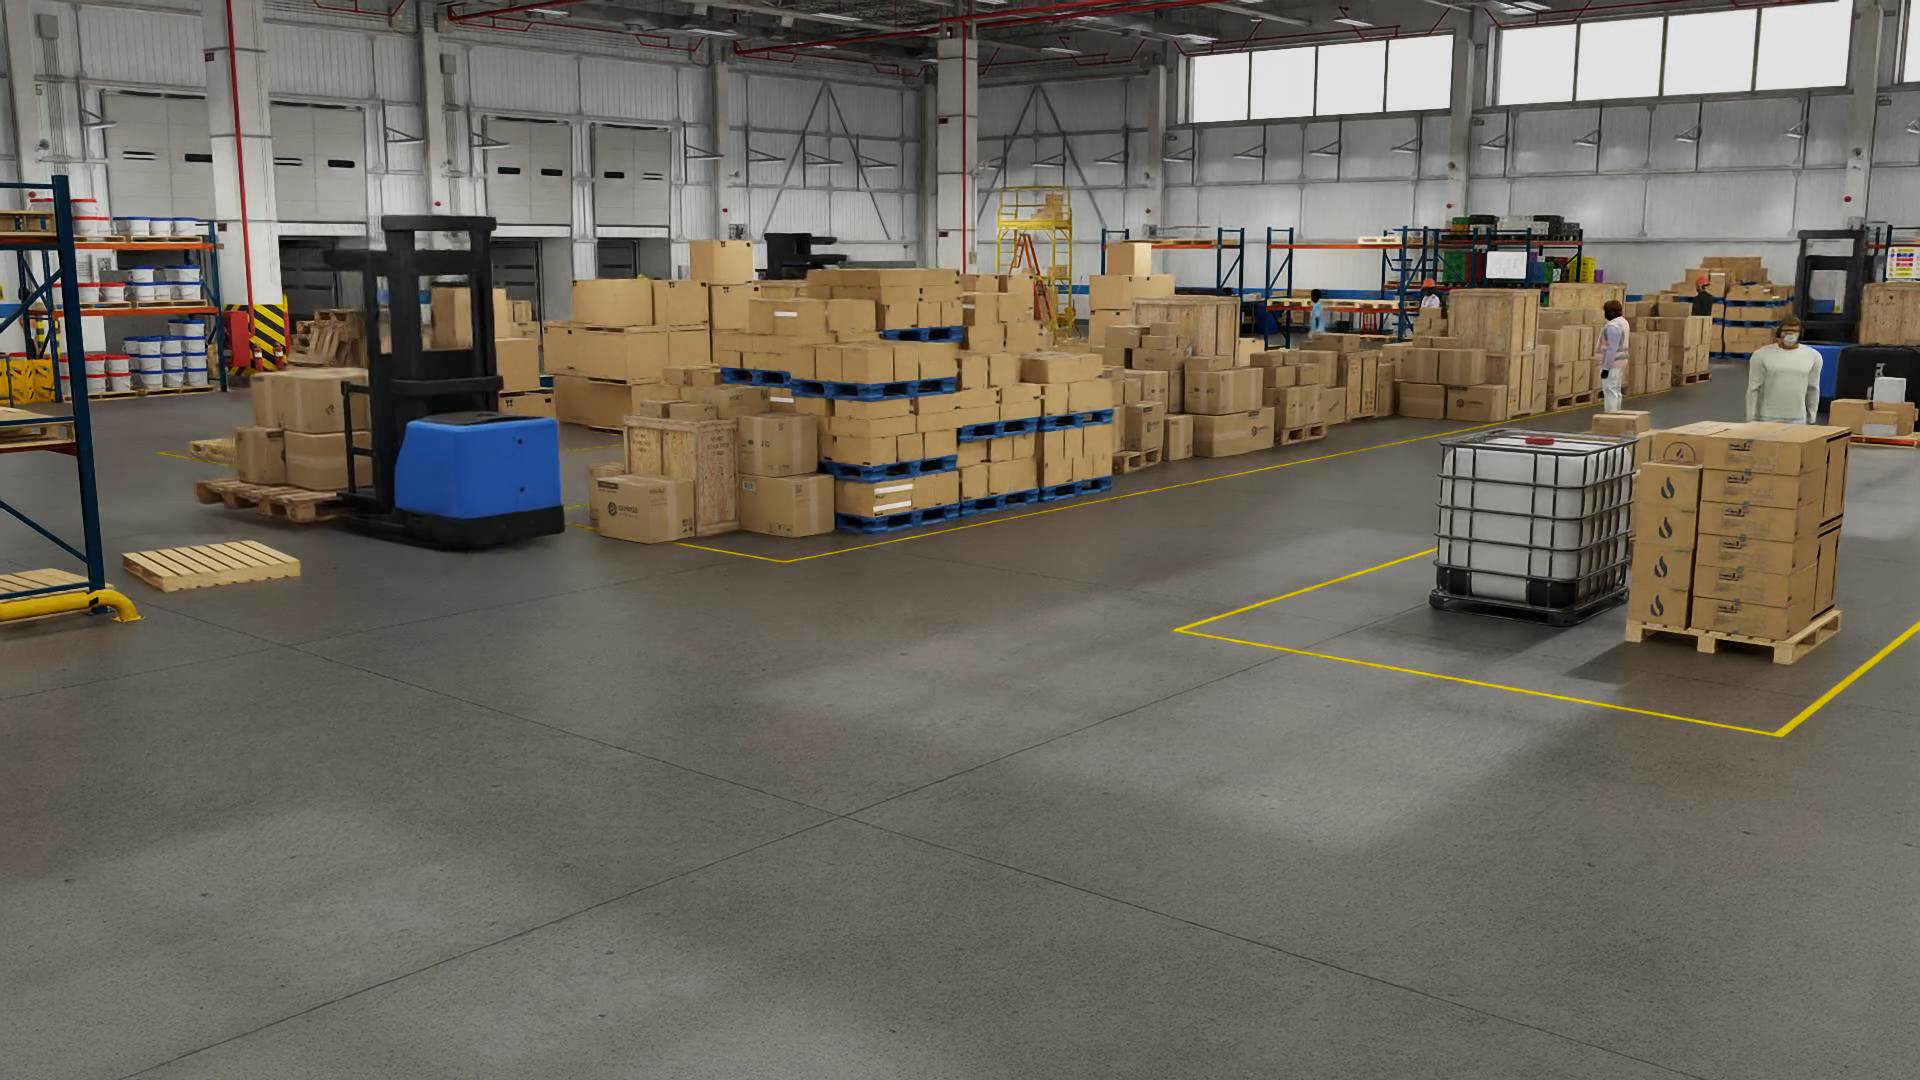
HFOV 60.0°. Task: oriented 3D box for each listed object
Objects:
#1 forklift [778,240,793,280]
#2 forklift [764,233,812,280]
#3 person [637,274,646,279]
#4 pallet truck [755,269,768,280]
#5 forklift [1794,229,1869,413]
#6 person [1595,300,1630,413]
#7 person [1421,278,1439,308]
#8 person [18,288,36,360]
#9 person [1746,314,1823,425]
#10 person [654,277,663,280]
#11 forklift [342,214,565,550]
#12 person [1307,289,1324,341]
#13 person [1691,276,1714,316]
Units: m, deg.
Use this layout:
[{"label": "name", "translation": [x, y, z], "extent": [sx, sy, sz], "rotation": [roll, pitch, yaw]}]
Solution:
[{"label": "forklift", "translation": [-4.083, -5.895, 39.955], "extent": [1.873, 2.768, 1.129], "rotation": [2, 10, 13]}, {"label": "forklift", "translation": [-3.210, -4.351, 31.165], "extent": [1.873, 2.768, 1.129], "rotation": [8, 13, 40]}, {"label": "person", "translation": [-7.506, -5.299, 39.276], "extent": [0.384, 1.925, 0.593], "rotation": [8, 13, 38]}, {"label": "pallet truck", "translation": [-4.996, -6.432, 45.525], "extent": [1.885, 1.965, 0.823], "rotation": [-6, 12, -32]}, {"label": "forklift", "translation": [13.358, -3.388, 25.680], "extent": [1.129, 2.768, 1.873], "rotation": [8, 13, 40]}, {"label": "person", "translation": [8.996, -2.395, 23.004], "extent": [0.429, 1.838, 0.621], "rotation": [7, 12, 33]}, {"label": "person", "translation": [9.528, -4.363, 33.904], "extent": [0.354, 1.942, 0.545], "rotation": [-3, 10, -15]}, {"label": "person", "translation": [-20.226, -4.620, 36.065], "extent": [0.318, 1.697, 0.534], "rotation": [-6, 12, -30]}, {"label": "person", "translation": [7.674, -1.135, 15.535], "extent": [0.635, 1.936, 0.353], "rotation": [2, 10, 13]}, {"label": "person", "translation": [-6.509, -4.723, 36.015], "extent": [0.635, 1.927, 0.372], "rotation": [-4, 11, -22]}, {"label": "forklift", "translation": [-4.464, -1.426, 14.510], "extent": [1.873, 2.768, 1.129], "rotation": [8, 13, 40]}, {"label": "person", "translation": [7.473, -4.498, 35.424], "extent": [0.796, 1.663, 0.554], "rotation": [3, 10, 17]}, {"label": "person", "translation": [14.791, -4.276, 33.251], "extent": [0.608, 1.996, 0.379], "rotation": [-8, 13, -39]}]
